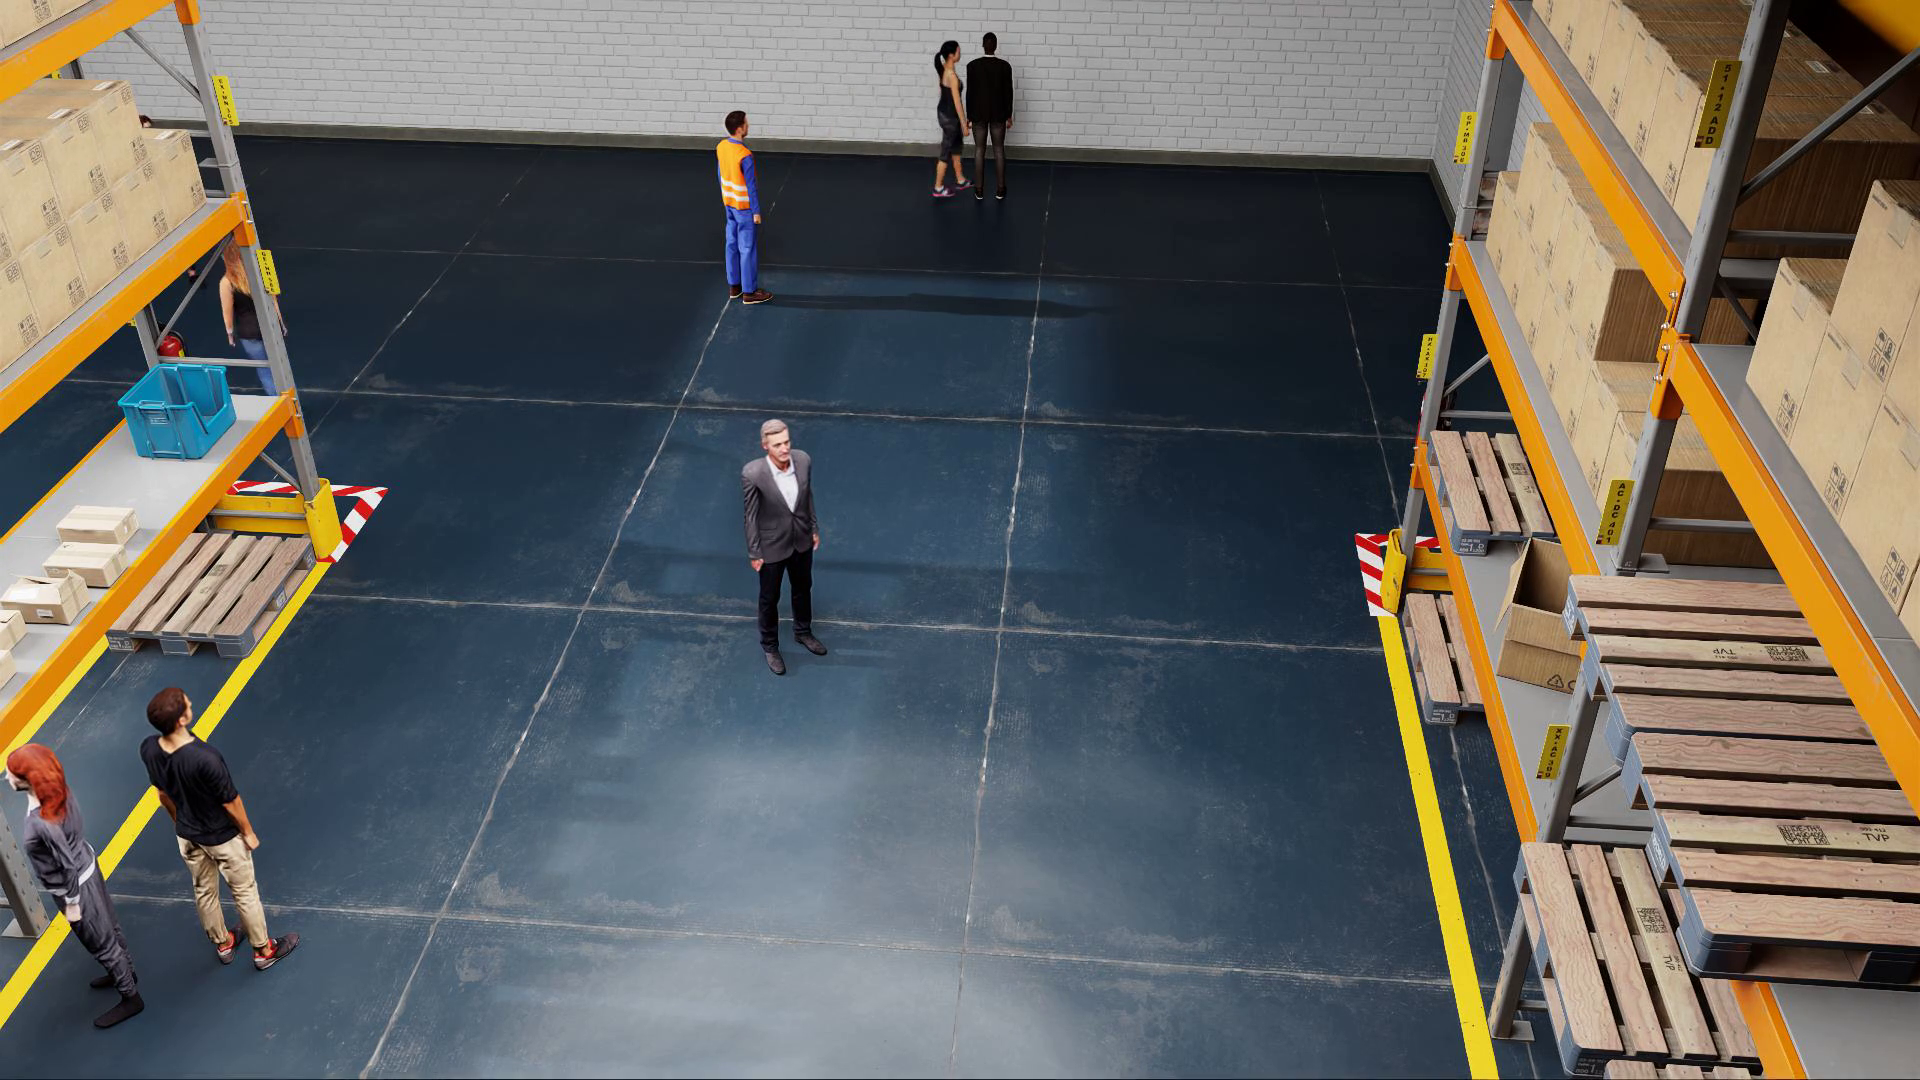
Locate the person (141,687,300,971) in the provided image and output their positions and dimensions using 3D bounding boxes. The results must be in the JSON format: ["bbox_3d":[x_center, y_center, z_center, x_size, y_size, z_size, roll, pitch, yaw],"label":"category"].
[{"bbox_3d":[-3.942,1.525,8.731,0.663,1.859,0.574,8,34,12],"label":"person"}]

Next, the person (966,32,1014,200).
[{"bbox_3d":[0.313,-4.579,17.969,0.677,1.799,0.557,0,34,0],"label":"person"}]

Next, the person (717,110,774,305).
[{"bbox_3d":[-2.079,-3.168,15.788,0.840,1.862,0.783,-26,42,-33],"label":"person"}]

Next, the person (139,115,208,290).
[{"bbox_3d":[-7.789,-3.288,16.128,1.096,1.687,1.102,27,42,34],"label":"person"}]

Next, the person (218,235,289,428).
[{"bbox_3d":[-5.741,-1.696,13.721,0.901,1.700,0.880,25,41,32],"label":"person"}]

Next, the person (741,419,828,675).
[{"bbox_3d":[-1.172,0.002,11.038,0.797,1.842,0.851,-24,40,-31],"label":"person"}]

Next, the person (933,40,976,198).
[{"bbox_3d":[-0.196,-4.524,17.959,0.829,1.719,0.824,-11,35,-16],"label":"person"}]

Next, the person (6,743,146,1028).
[{"bbox_3d":[-4.510,1.741,8.478,0.720,1.780,0.610,-16,37,-22],"label":"person"}]
